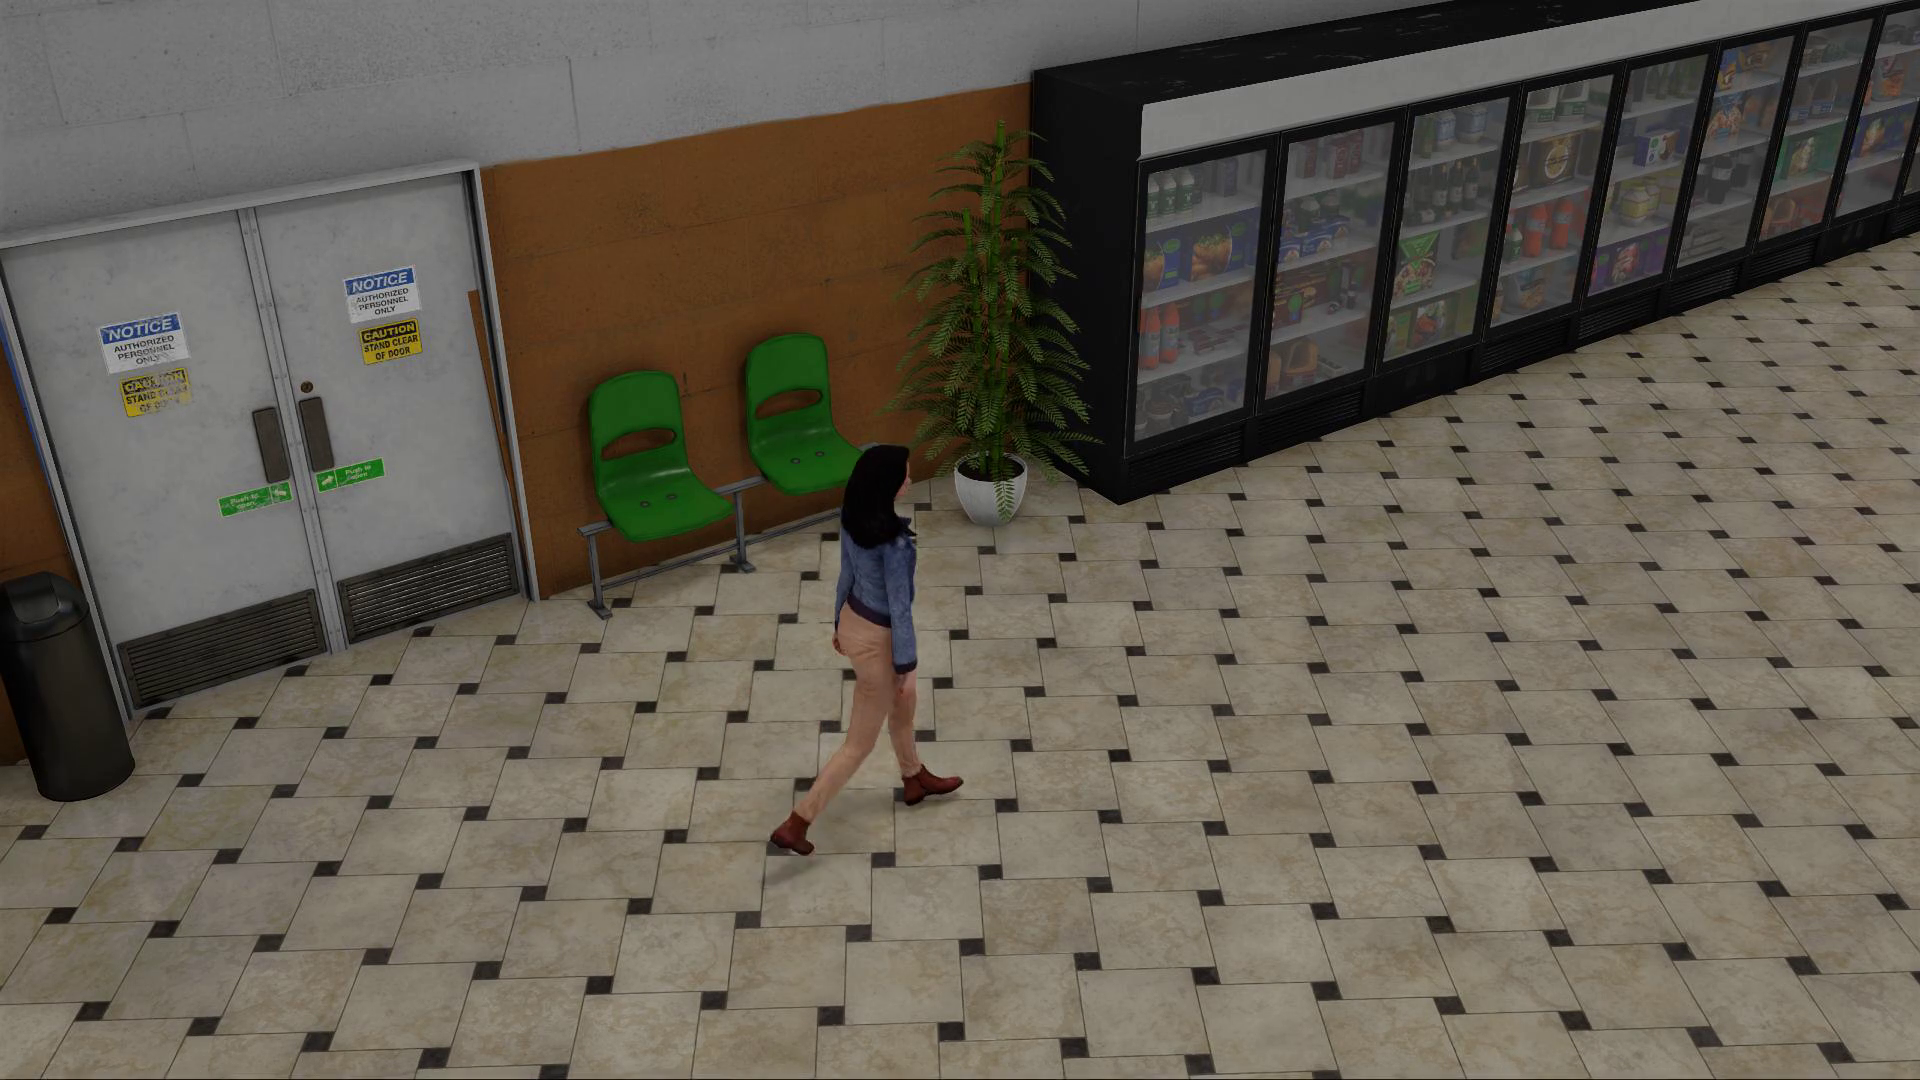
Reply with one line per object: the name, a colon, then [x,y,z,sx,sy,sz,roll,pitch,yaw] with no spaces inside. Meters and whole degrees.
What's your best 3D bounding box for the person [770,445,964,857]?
person: [-0.424,0.475,6.501,0.776,1.736,1.123,-17,33,-28]
